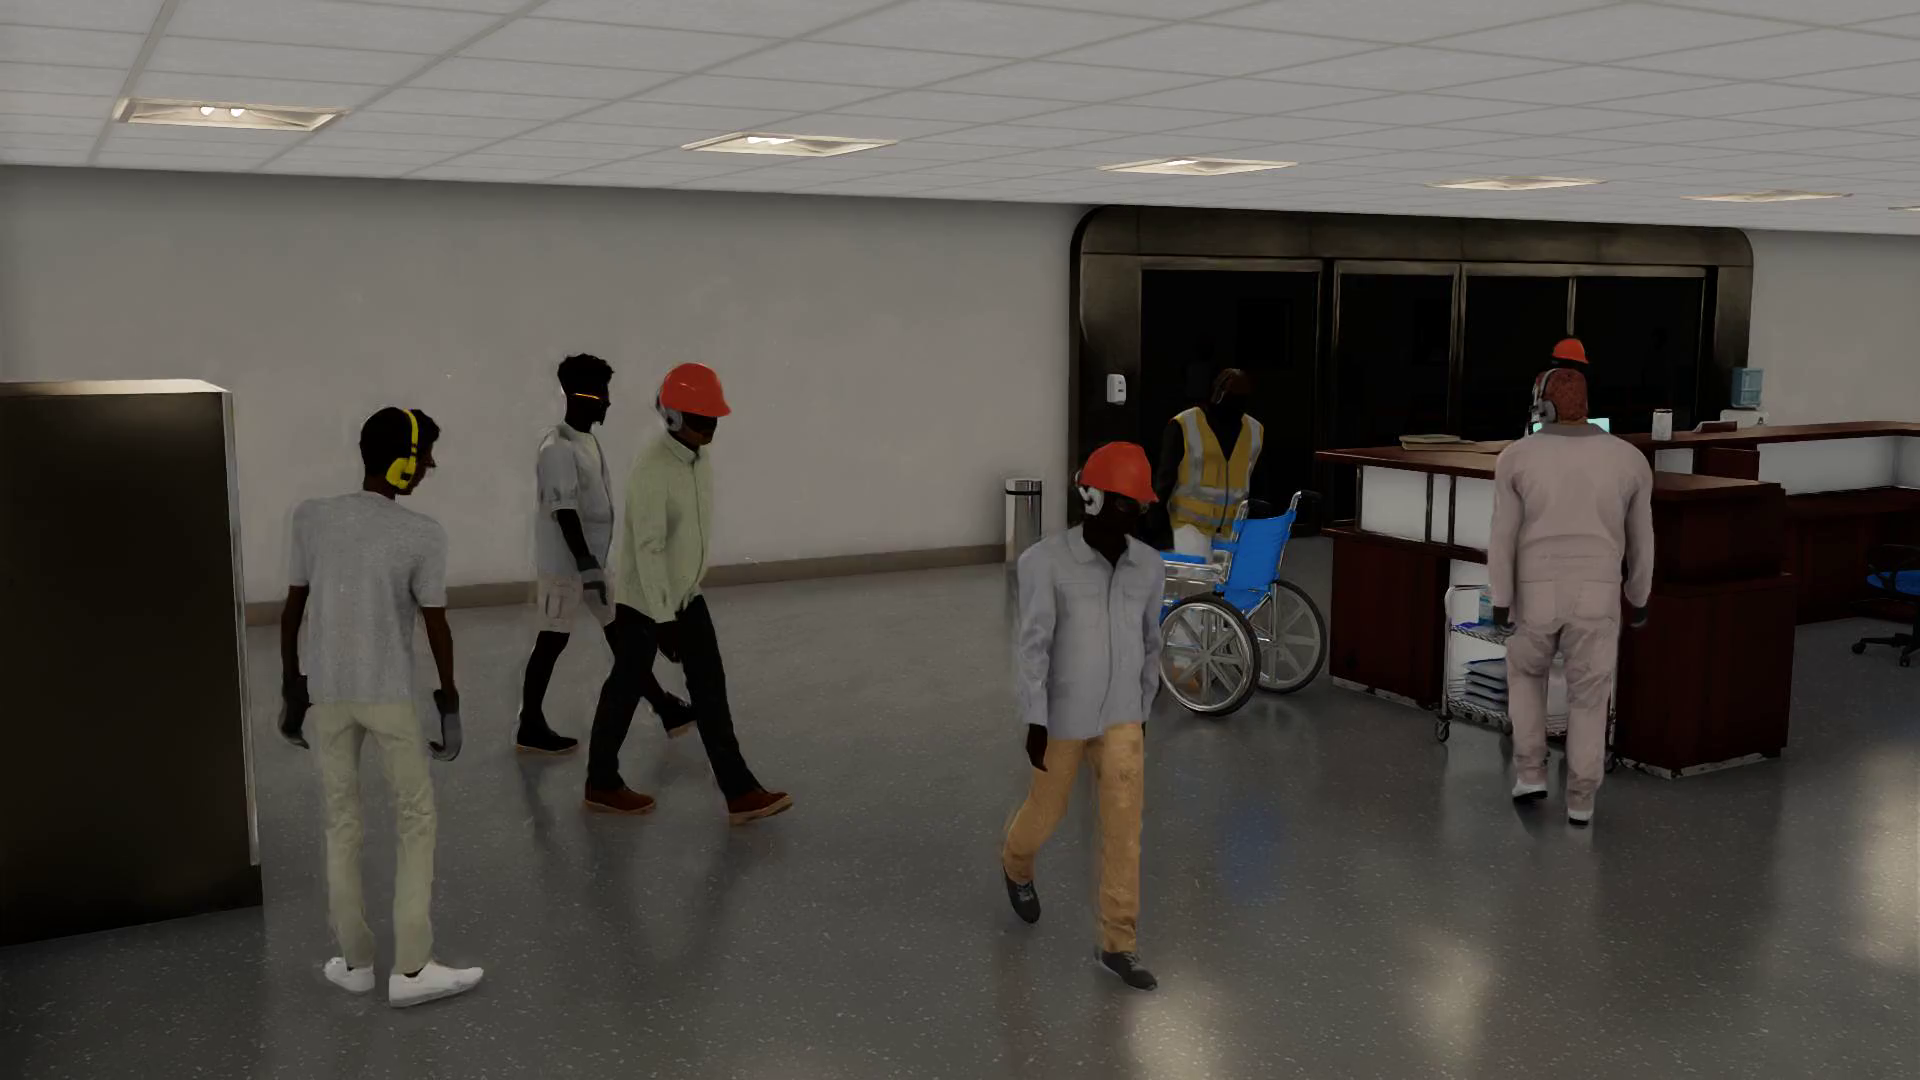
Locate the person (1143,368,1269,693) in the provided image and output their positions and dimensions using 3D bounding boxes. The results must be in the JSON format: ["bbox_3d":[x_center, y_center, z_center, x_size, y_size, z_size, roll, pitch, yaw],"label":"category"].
[{"bbox_3d":[1.409,-0.049,9.290,0.700,1.805,0.630,-2,8,-17],"label":"person"}]

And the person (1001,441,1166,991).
[{"bbox_3d":[0.392,0.523,5.453,0.563,1.721,0.811,-3,9,-24],"label":"person"}]

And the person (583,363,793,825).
[{"bbox_3d":[-1.149,0.238,6.793,1.031,1.911,0.620,3,8,21],"label":"person"}]

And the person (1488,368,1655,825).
[{"bbox_3d":[2.559,0.229,6.982,0.682,1.881,0.557,2,8,13],"label":"person"}]

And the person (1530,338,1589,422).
[{"bbox_3d":[4.820,-0.717,13.750,0.665,1.907,0.570,1,8,5],"label":"person"}]

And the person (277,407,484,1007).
[{"bbox_3d":[-1.807,0.514,5.136,0.648,1.839,0.403,0,8,1],"label":"person"}]

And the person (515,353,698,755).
[{"bbox_3d":[-1.674,0.087,7.870,0.988,1.914,0.620,1,8,9],"label":"person"}]
